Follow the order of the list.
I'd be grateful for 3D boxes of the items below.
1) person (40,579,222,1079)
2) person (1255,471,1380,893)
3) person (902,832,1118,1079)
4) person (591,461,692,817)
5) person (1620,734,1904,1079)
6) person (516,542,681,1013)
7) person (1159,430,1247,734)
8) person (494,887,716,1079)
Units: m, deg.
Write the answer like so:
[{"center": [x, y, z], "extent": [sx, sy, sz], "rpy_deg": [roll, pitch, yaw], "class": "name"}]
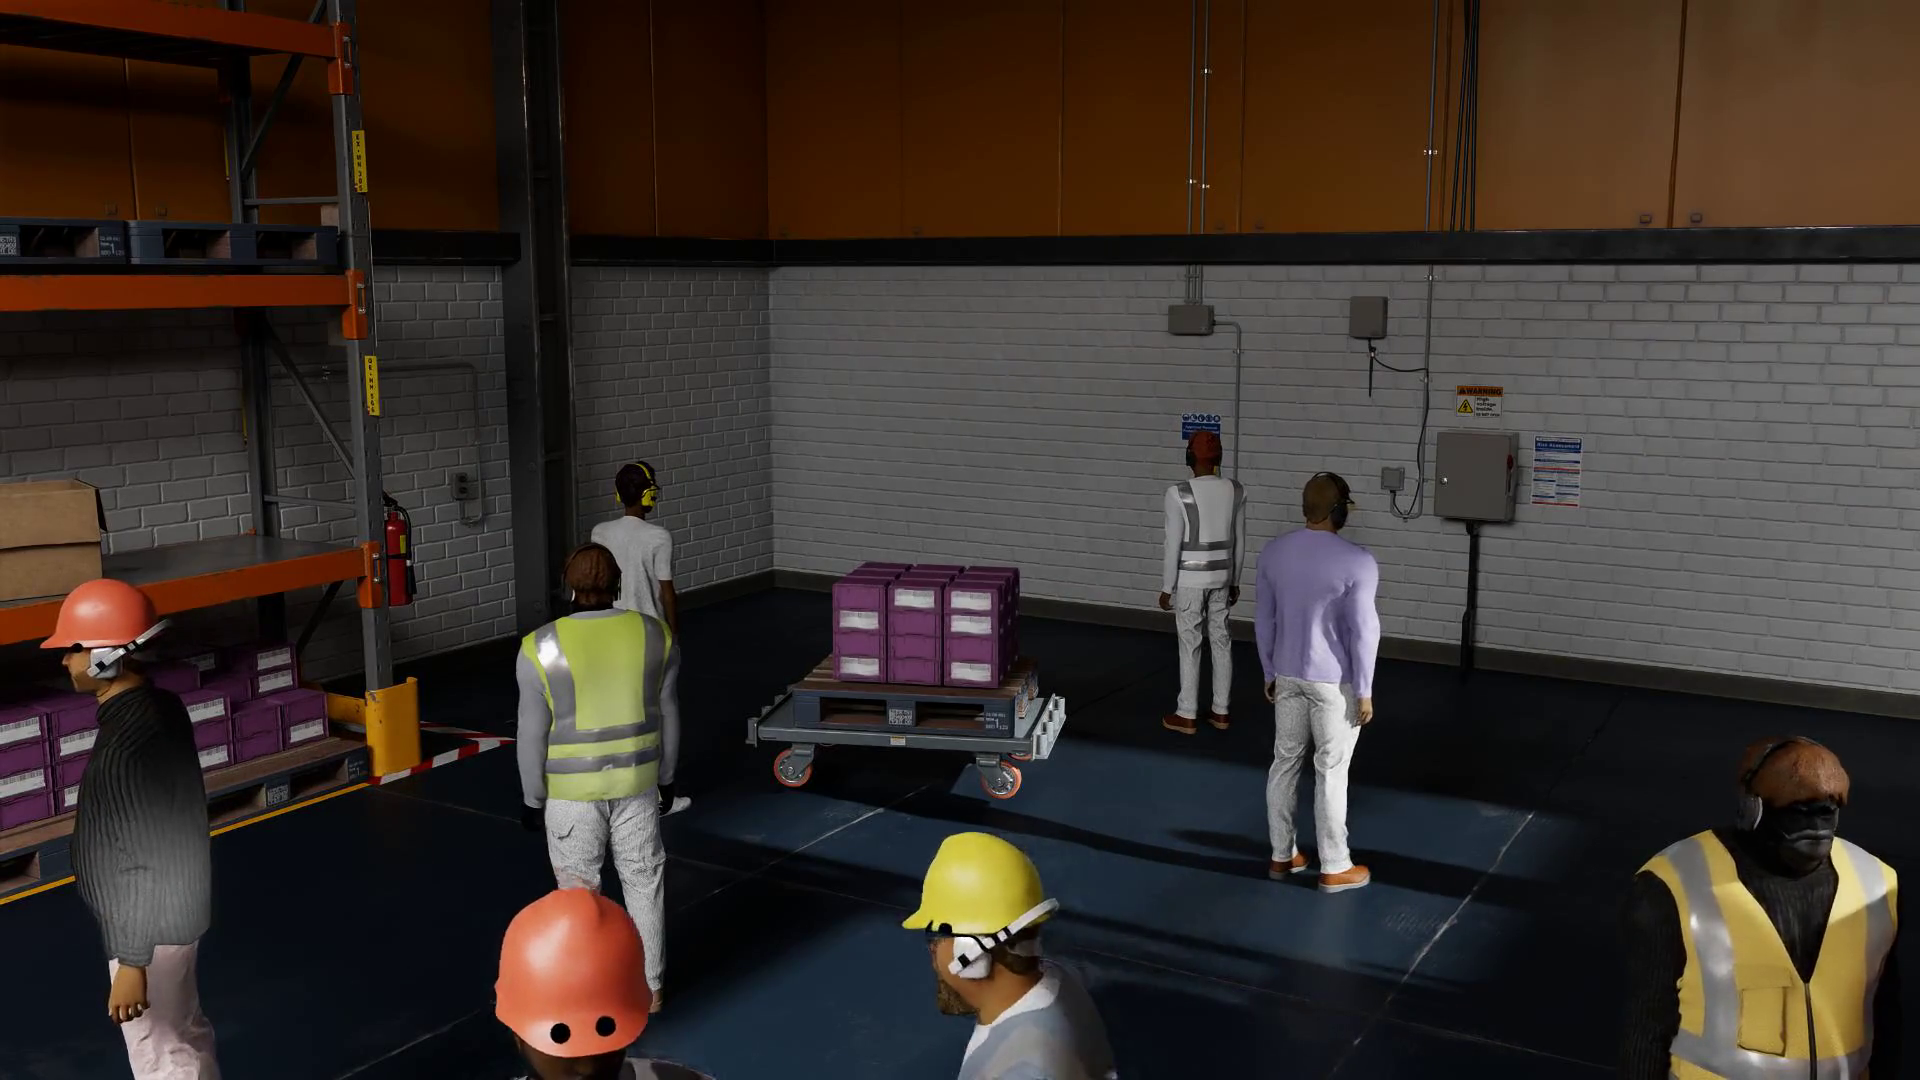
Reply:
[{"center": [-2.338, 1.092, 4.749], "extent": [0.397, 1.992, 0.623], "rpy_deg": [-3, 10, -17], "class": "person"}, {"center": [1.644, 0.648, 7.693], "extent": [0.376, 1.940, 0.629], "rpy_deg": [-9, 13, -43], "class": "person"}, {"center": [0.153, 1.446, 3.214], "extent": [0.952, 1.772, 0.624], "rpy_deg": [2, 9, 10], "class": "person"}, {"center": [-1.684, 0.520, 8.709], "extent": [0.516, 1.871, 0.325], "rpy_deg": [4, 10, 21], "class": "person"}, {"center": [1.815, 1.329, 3.792], "extent": [0.621, 1.835, 0.430], "rpy_deg": [0, 9, -1], "class": "person"}, {"center": [-1.364, 0.922, 6.290], "extent": [0.622, 1.844, 0.429], "rpy_deg": [-5, 10, -28], "class": "person"}, {"center": [1.496, 0.259, 10.296], "extent": [0.574, 1.883, 0.356], "rpy_deg": [-4, 10, -25], "class": "person"}, {"center": [-0.623, 1.455, 2.707], "extent": [0.551, 1.920, 0.542], "rpy_deg": [-5, 10, -28], "class": "person"}]
